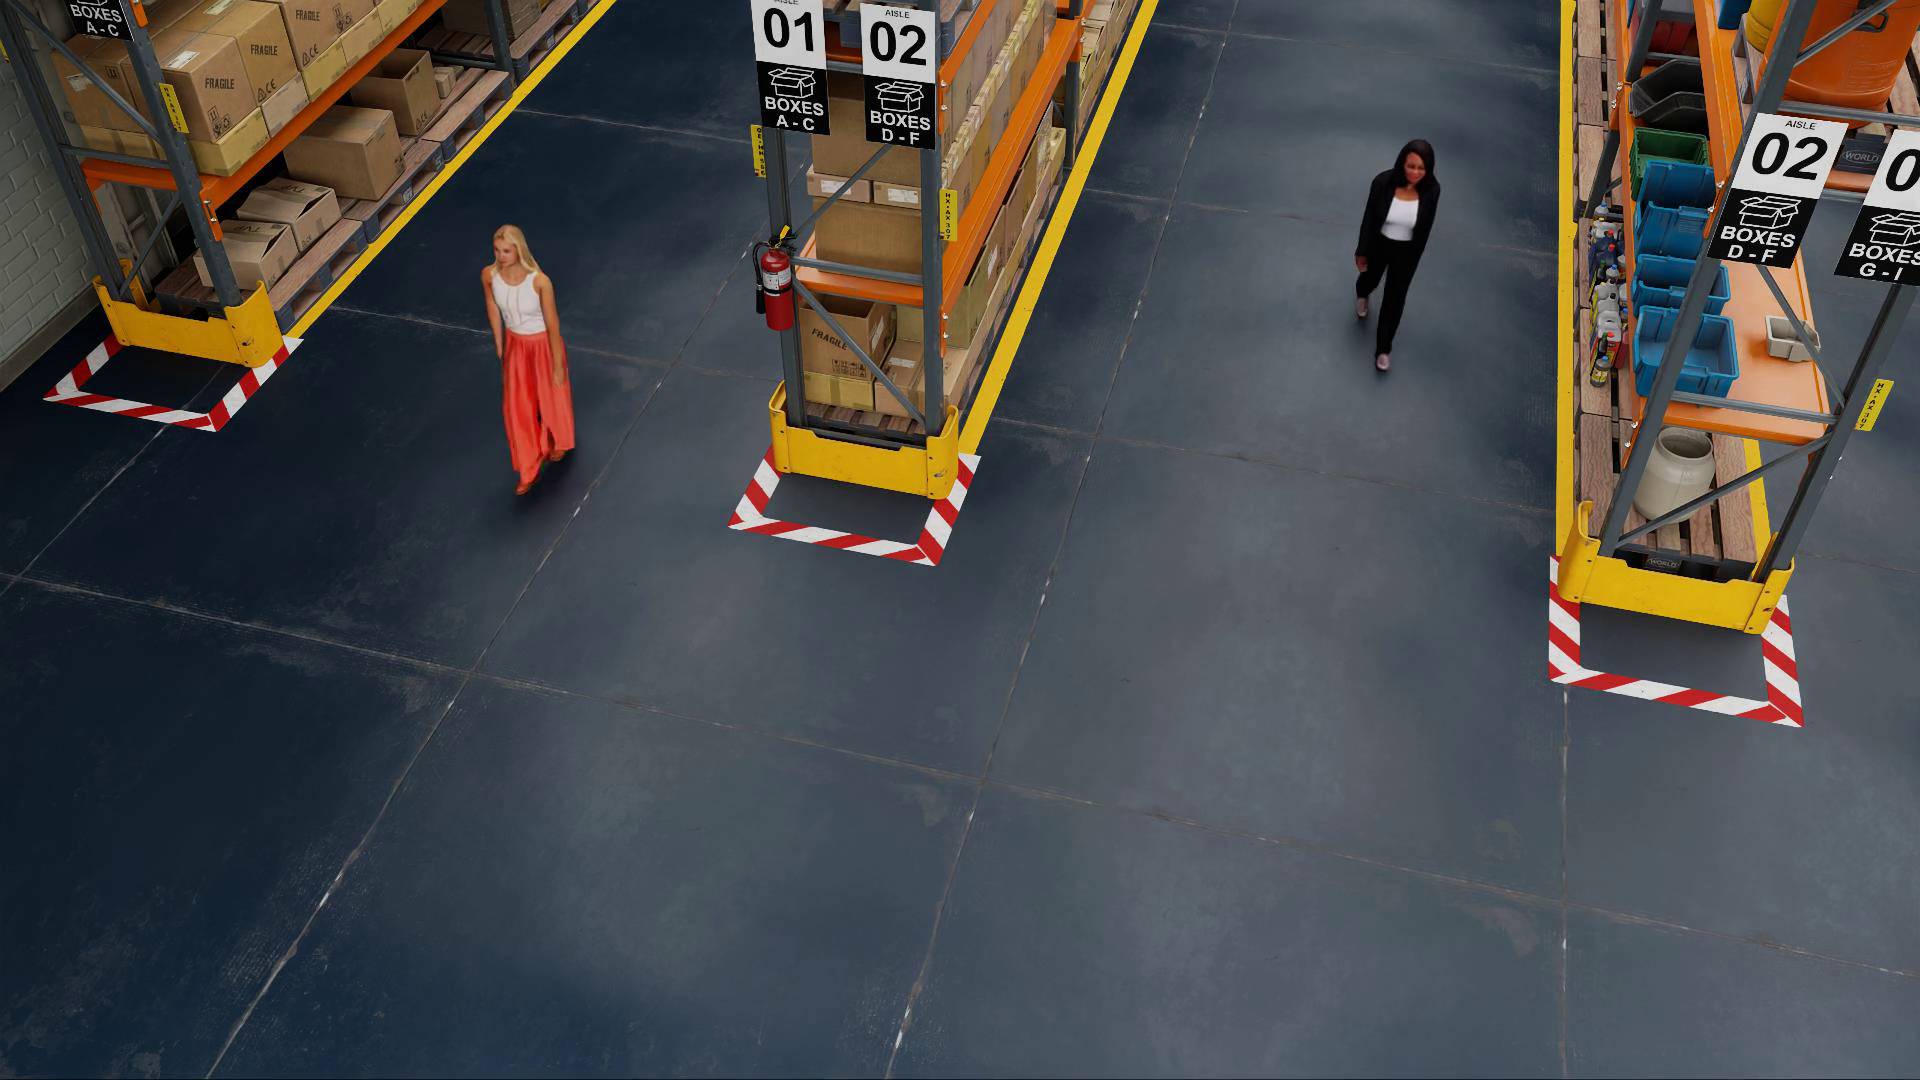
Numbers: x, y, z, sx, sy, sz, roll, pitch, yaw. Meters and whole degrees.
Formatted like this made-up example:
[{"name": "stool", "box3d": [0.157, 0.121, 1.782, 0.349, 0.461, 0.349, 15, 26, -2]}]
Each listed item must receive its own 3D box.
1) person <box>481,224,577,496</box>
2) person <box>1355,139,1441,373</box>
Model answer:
[{"name": "person", "box3d": [-2.584, -1.214, 10.237, 0.684, 1.782, 0.974, 8, 44, 8]}, {"name": "person", "box3d": [2.896, -2.013, 11.237, 0.732, 1.584, 1.130, 6, 43, 6]}]
